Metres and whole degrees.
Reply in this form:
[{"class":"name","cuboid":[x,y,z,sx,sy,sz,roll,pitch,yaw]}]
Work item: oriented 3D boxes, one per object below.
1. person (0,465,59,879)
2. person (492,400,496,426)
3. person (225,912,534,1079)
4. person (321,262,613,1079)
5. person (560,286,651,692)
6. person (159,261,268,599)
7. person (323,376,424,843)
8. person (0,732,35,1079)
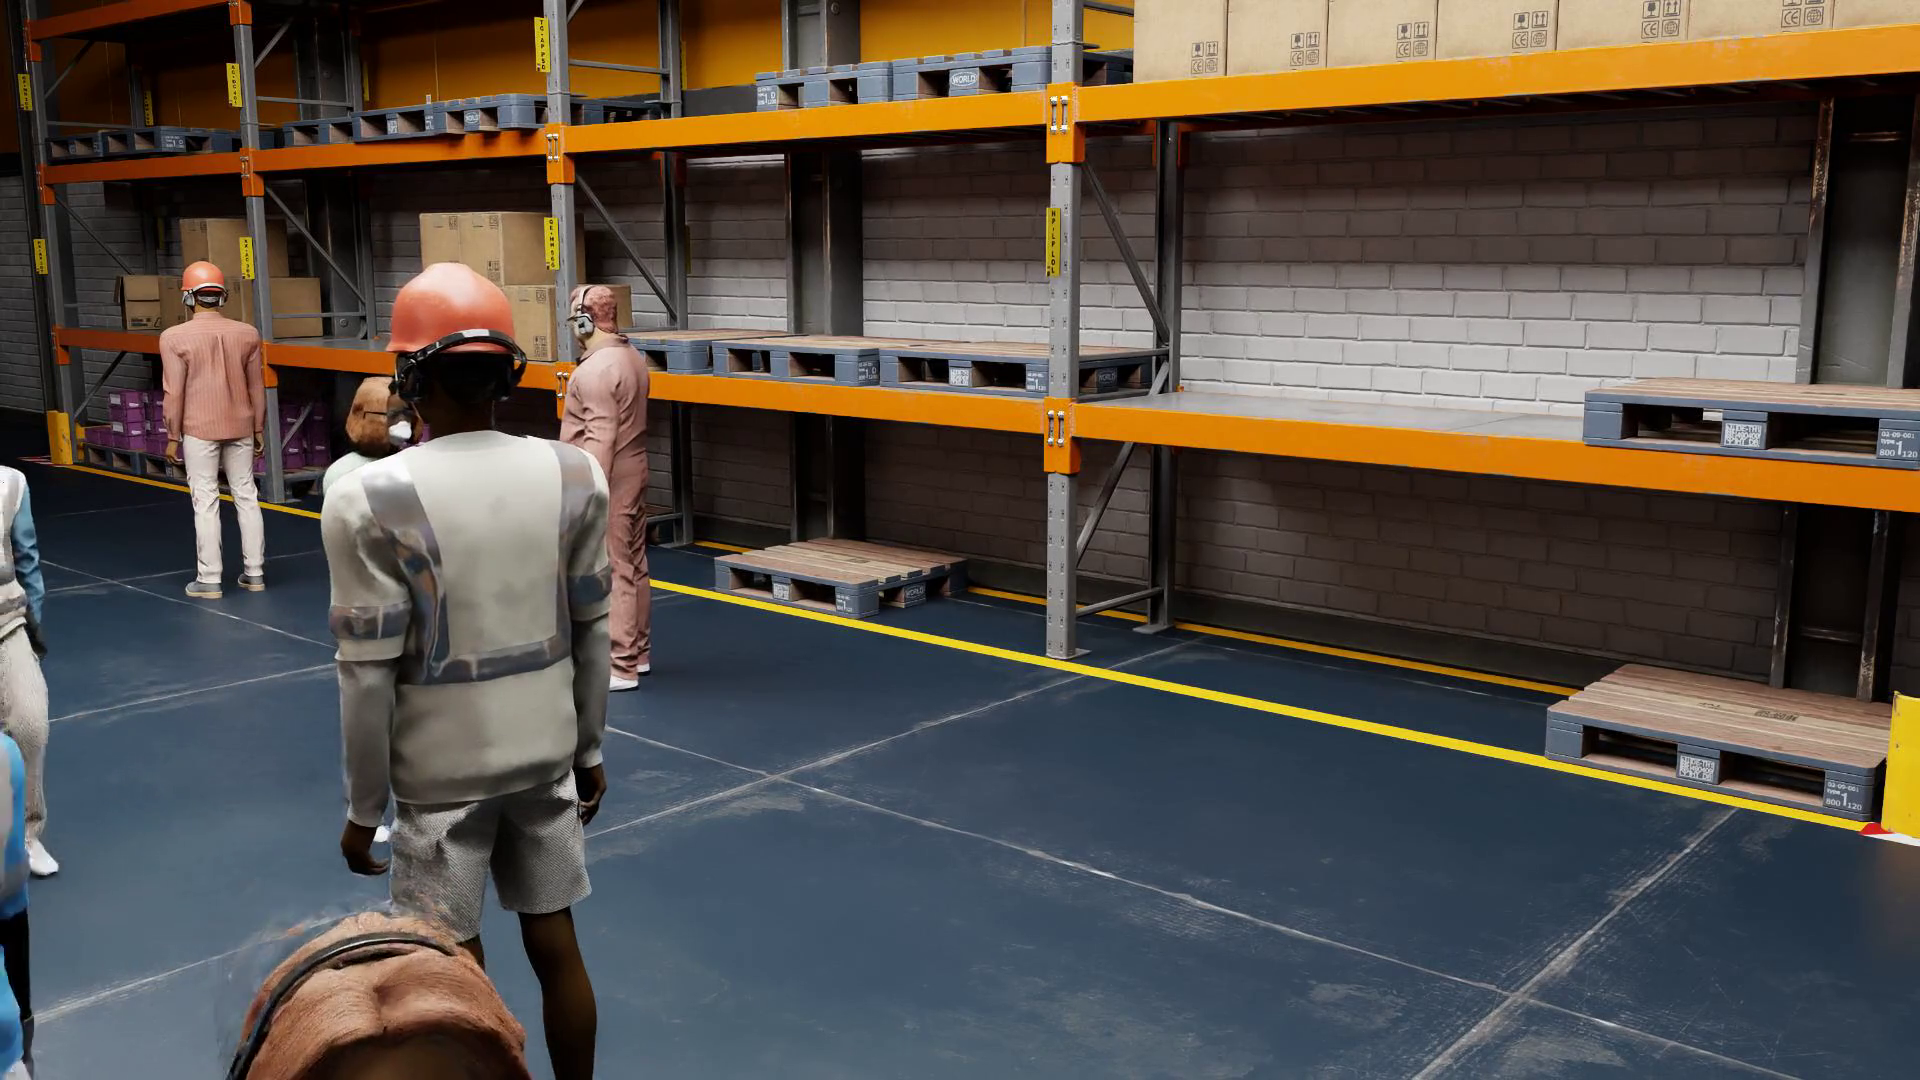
[{"class":"person","cuboid":[-3.201,0.331,5.368,0.579,1.615,0.540,8,13,39]},{"class":"person","cuboid":[-3.164,-0.687,10.583,0.397,1.833,0.591,2,10,11]},{"class":"person","cuboid":[-0.398,1.056,1.336,0.524,1.594,0.853,-8,12,-37]},{"class":"person","cuboid":[-1.011,0.457,3.471,0.607,2.044,0.371,-9,14,-43]},{"class":"person","cuboid":[-1.670,-0.234,7.812,0.399,1.902,0.642,1,10,5]},{"class":"person","cuboid":[-4.439,-0.651,9.920,0.380,1.994,0.618,8,13,39]},{"class":"person","cuboid":[-2.025,0.233,5.915,0.269,1.632,0.507,5,11,25]},{"class":"person","cuboid":[-1.483,0.837,2.363,0.627,1.680,0.537,6,12,30]}]
